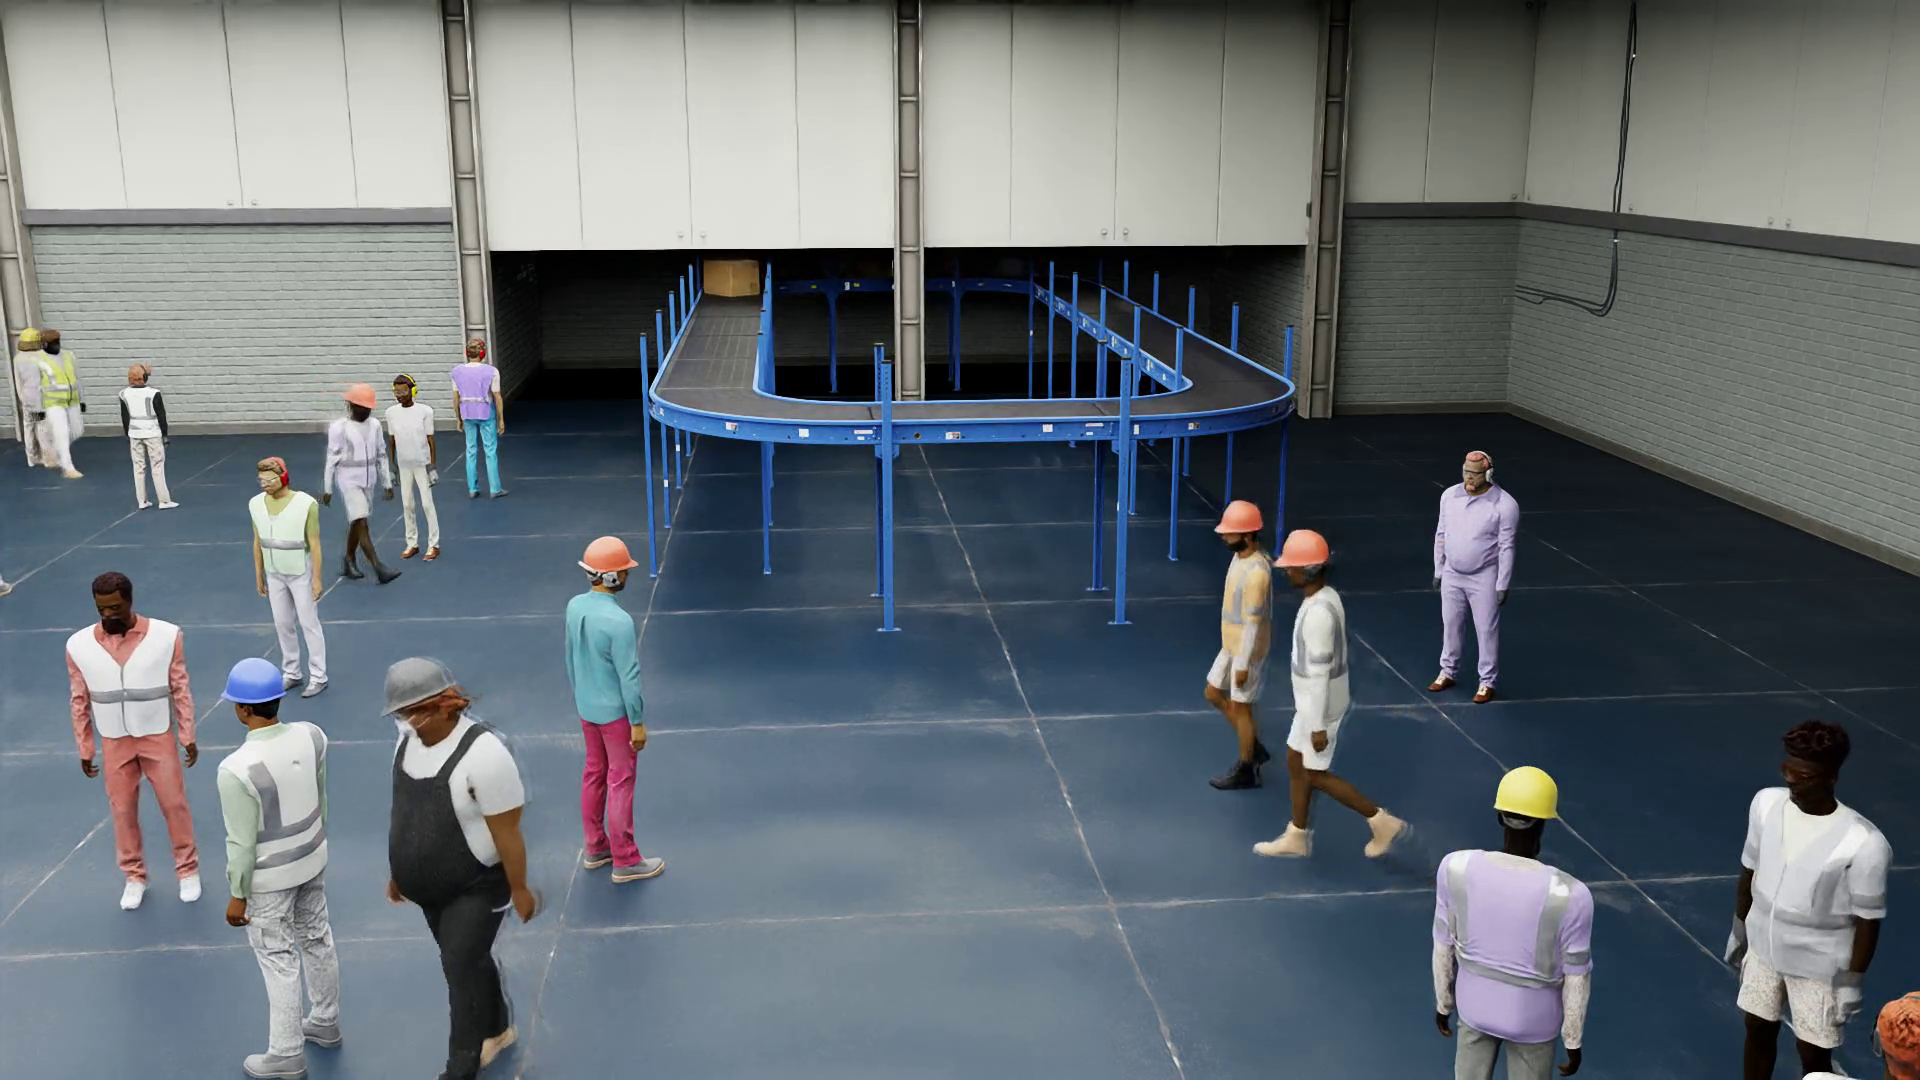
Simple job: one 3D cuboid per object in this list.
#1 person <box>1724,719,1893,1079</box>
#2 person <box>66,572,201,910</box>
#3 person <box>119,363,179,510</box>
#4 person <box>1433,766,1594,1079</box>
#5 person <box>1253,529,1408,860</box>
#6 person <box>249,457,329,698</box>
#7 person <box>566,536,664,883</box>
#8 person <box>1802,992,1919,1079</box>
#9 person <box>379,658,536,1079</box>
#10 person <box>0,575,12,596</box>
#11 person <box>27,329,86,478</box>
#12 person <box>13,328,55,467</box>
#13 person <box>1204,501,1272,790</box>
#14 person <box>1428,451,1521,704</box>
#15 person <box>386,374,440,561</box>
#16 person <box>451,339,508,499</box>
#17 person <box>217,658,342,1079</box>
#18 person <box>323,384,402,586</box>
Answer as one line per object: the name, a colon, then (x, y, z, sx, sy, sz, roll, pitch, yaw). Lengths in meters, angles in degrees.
person: (3.365, 1.651, 6.698, 0.361, 1.963, 0.612, -7, 16, -26)
person: (-4.512, 1.079, 9.119, 0.601, 1.905, 0.388, -4, 15, -16)
person: (-9.069, -1.145, 18.546, 0.512, 1.642, 0.311, 2, 14, 7)
person: (2.073, 1.777, 6.290, 0.585, 1.921, 0.373, 9, 17, 33)
person: (2.150, 0.929, 9.503, 0.789, 2.012, 0.628, 3, 14, 11)
person: (-5.039, 0.266, 12.517, 0.573, 1.833, 0.398, 4, 14, 14)
person: (-1.976, 0.951, 9.440, 0.386, 1.992, 0.625, -13, 19, -43)
person: (2.646, 2.173, 4.784, 0.356, 1.883, 0.572, -11, 18, -38)
person: (-2.275, 1.464, 7.296, 0.757, 2.000, 0.795, 10, 17, 35)
person: (-9.000, -0.440, 15.004, 0.610, 1.996, 0.386, -3, 14, -11)
person: (-11.030, -1.674, 20.296, 0.629, 1.828, 0.636, 5, 15, 21)
person: (-11.611, -1.788, 20.911, 0.489, 1.743, 0.322, 5, 15, 18)
person: (1.778, 0.686, 10.631, 0.396, 1.926, 0.555, 0, 14, -2)
person: (3.804, 0.266, 12.392, 0.395, 1.899, 0.642, -13, 19, -42)
person: (-5.385, -0.713, 16.387, 0.502, 1.861, 0.328, 2, 14, 6)
person: (-5.514, -1.382, 19.078, 0.570, 1.844, 0.377, 1, 14, 5)
person: (-3.063, 1.466, 7.475, 0.391, 1.948, 0.605, 4, 15, 16)
person: (-5.534, -0.510, 15.501, 0.977, 1.882, 0.584, 8, 16, 30)
